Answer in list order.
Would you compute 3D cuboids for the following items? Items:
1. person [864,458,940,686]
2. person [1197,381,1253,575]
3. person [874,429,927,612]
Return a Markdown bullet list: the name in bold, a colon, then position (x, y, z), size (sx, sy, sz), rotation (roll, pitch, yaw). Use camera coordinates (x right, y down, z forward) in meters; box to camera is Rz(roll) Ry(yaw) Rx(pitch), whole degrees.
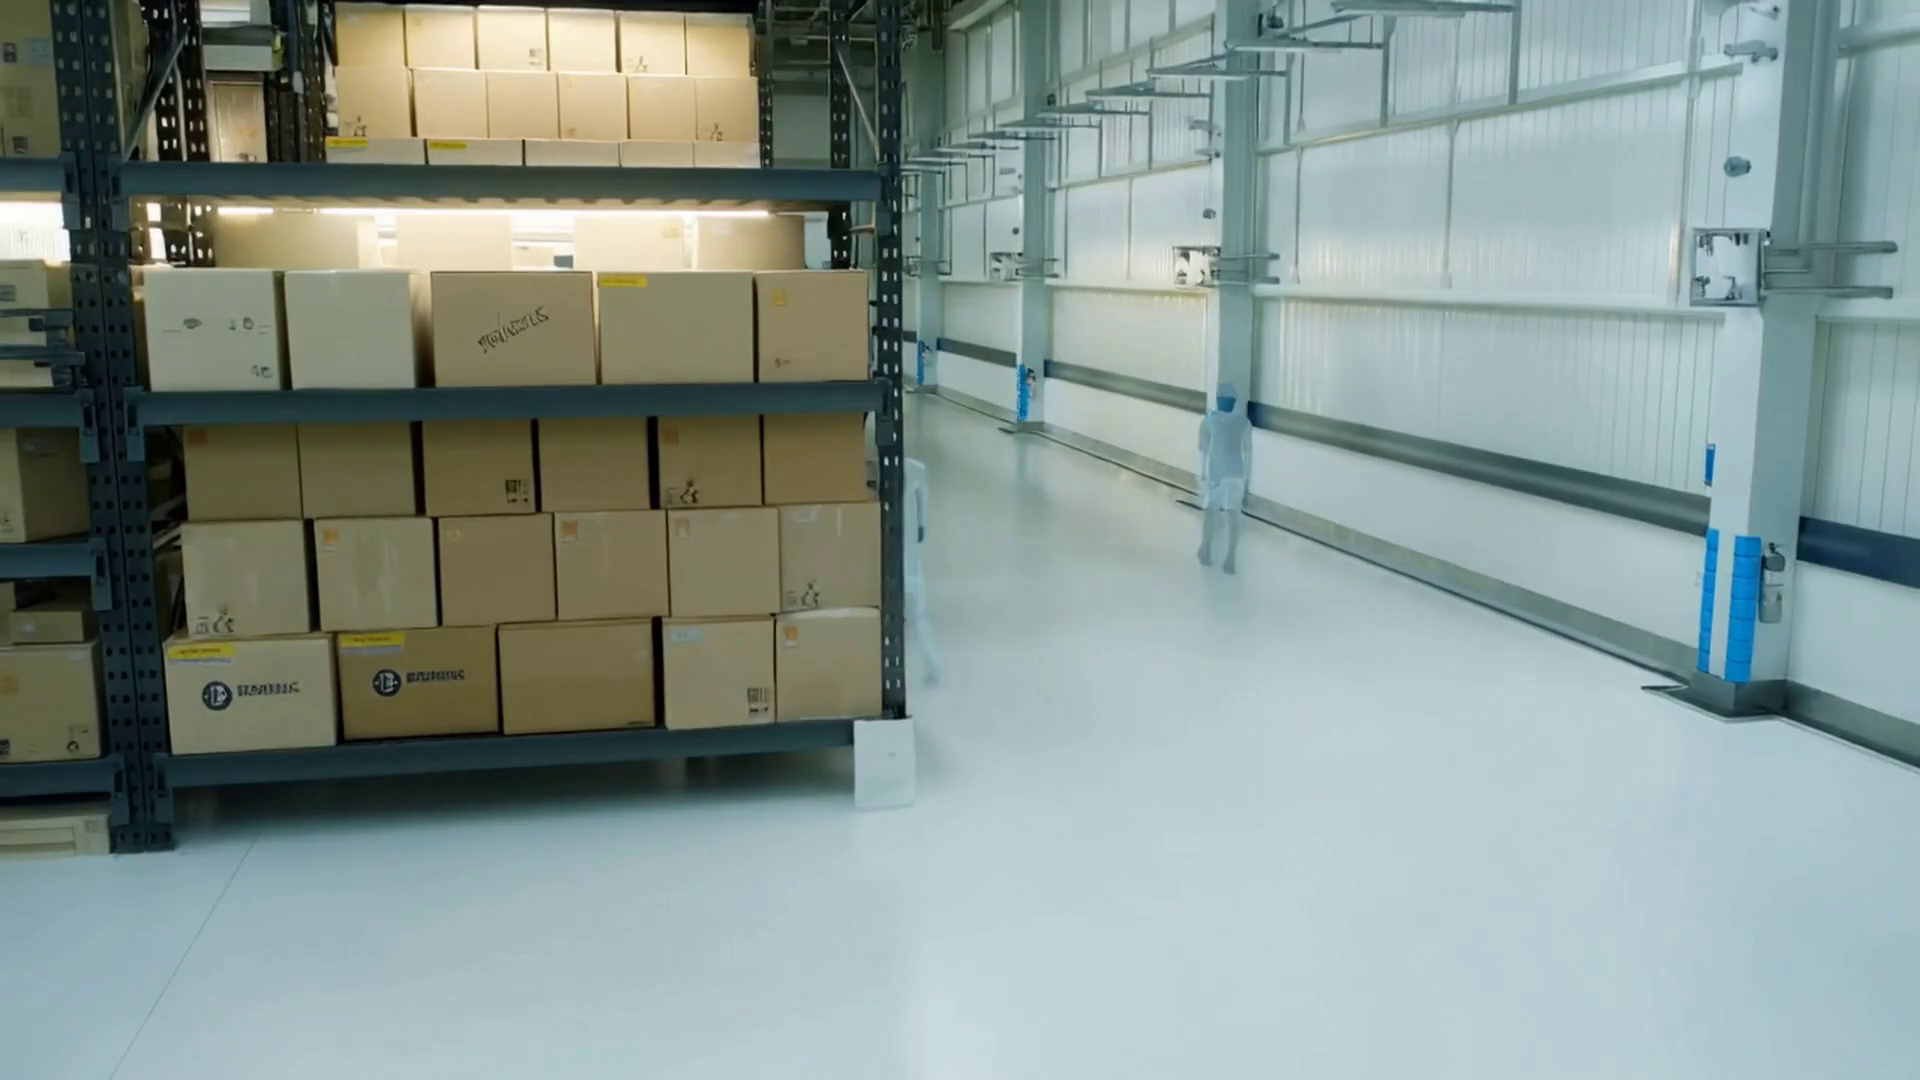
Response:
- **person**: position (-0.612, 0.247, 11.963), size (0.990, 1.674, 0.519), rotation (3, 10, 18)
- **person**: position (2.642, -0.643, 16.711), size (0.573, 1.891, 0.929), rotation (0, 9, -2)
- **person**: position (-0.570, -0.154, 14.329), size (0.578, 1.697, 0.829), rotation (-2, 9, -9)
